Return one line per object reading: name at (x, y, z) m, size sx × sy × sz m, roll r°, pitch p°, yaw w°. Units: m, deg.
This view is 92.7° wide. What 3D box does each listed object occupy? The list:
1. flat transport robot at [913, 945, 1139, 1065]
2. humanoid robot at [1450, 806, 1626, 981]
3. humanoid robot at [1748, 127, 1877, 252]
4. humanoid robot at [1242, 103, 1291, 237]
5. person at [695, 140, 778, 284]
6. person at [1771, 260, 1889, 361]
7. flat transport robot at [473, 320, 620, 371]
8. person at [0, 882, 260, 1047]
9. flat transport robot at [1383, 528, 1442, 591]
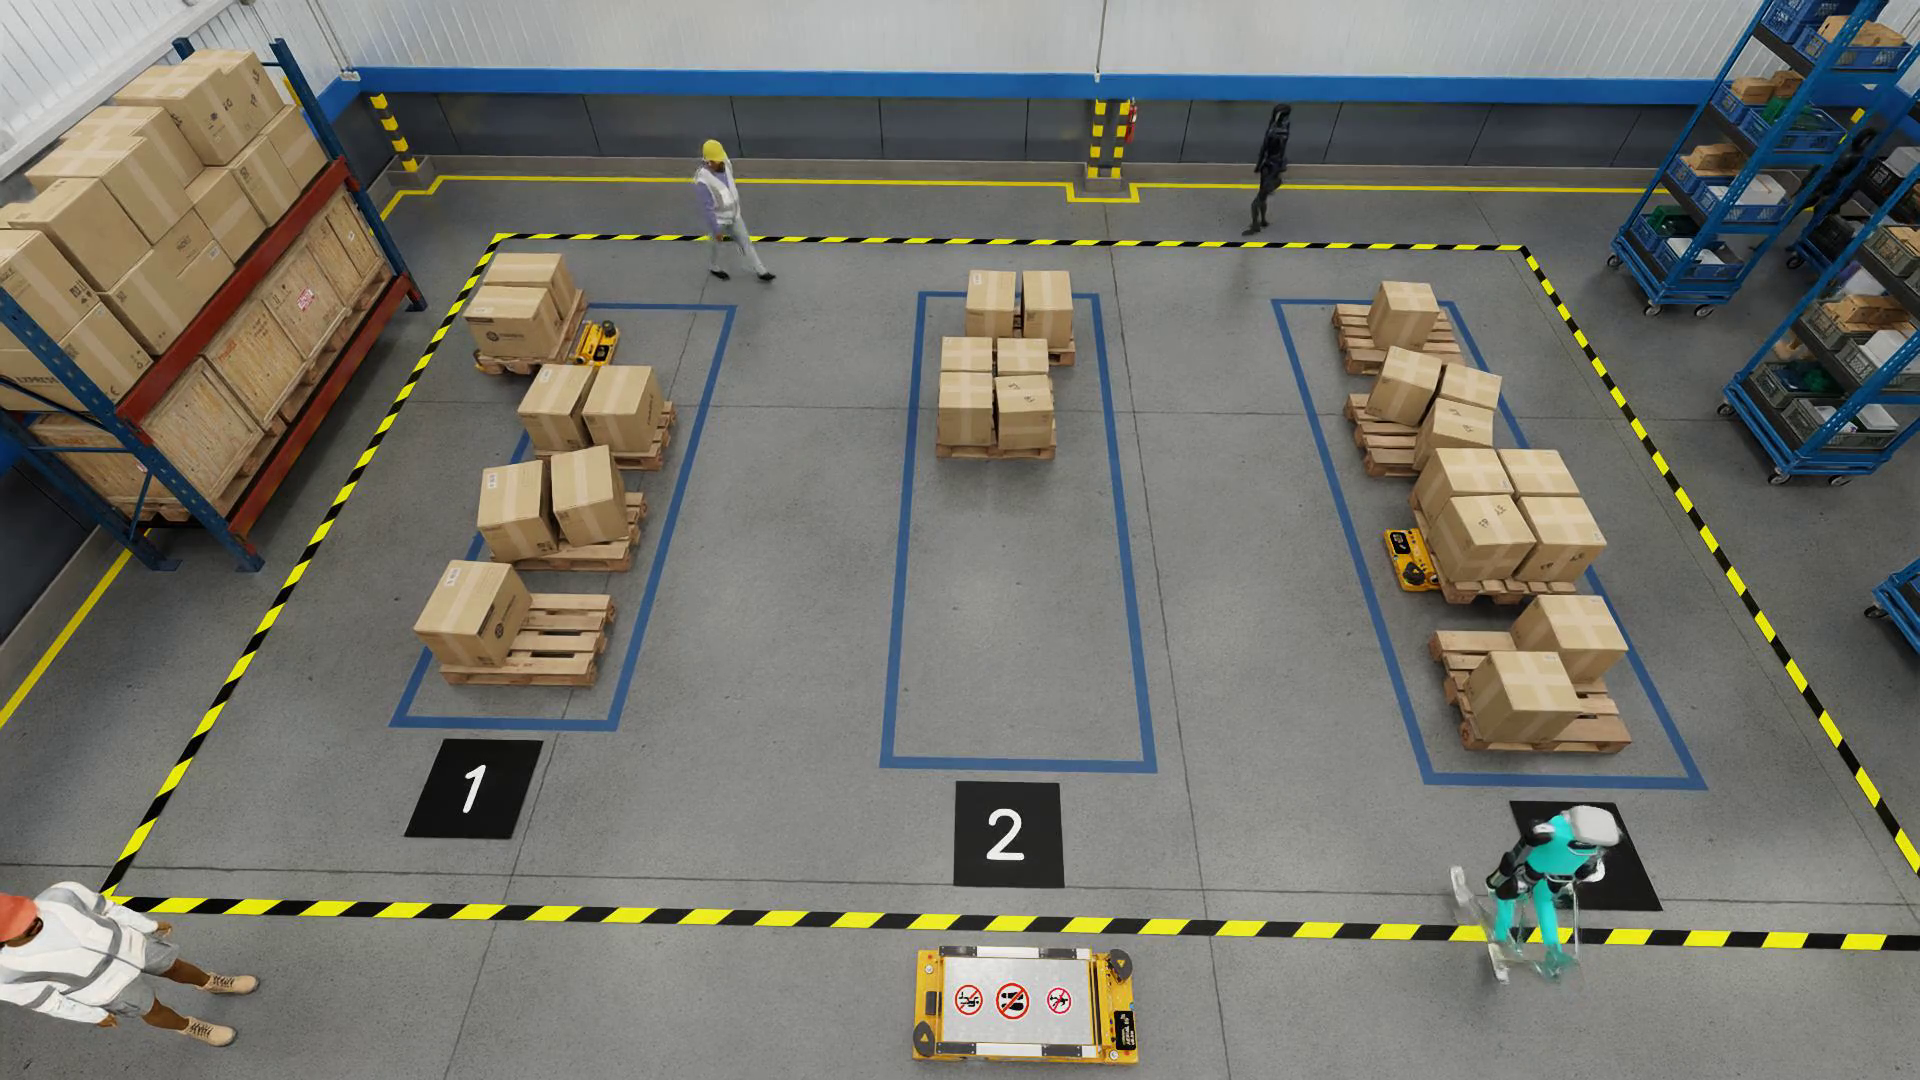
flat transport robot at (0.422, 3.041, 6.007) m, size 1.431 × 0.231 × 0.659 m, roll 1°, pitch 51°, yaw 1°
humanoid robot at (3.584, 2.271, 5.687) m, size 0.548 × 1.733 × 1.014 m, roll 2°, pitch 51°, yaw 1°
humanoid robot at (10.343, -4.132, 10.981) m, size 0.798 × 1.620 × 0.590 m, roll -18°, pitch 53°, yaw -14°
humanoid robot at (3.829, -4.570, 11.304) m, size 0.439 × 1.636 × 0.590 m, roll -7°, pitch 51°, yaw -6°
person at (-2.679, -3.723, 10.545) m, size 0.934 × 1.779 × 0.621 m, roll 22°, pitch 54°, yaw 17°
person at (9.337, -2.561, 9.474) m, size 0.390 × 1.994 × 0.775 m, roll 0°, pitch 51°, yaw 0°
flat transport robot at (-4.615, -2.175, 10.241) m, size 1.431 × 0.197 × 0.652 m, roll -1°, pitch 51°, yaw -1°
person at (-4.893, 2.477, 5.320) m, size 0.367 × 2.048 × 0.606 m, roll 1°, pitch 51°, yaw 1°
flat transport robot at (4.689, 0.155, 8.342) m, size 1.431 × 0.197 × 0.652 m, roll 1°, pitch 51°, yaw 1°
